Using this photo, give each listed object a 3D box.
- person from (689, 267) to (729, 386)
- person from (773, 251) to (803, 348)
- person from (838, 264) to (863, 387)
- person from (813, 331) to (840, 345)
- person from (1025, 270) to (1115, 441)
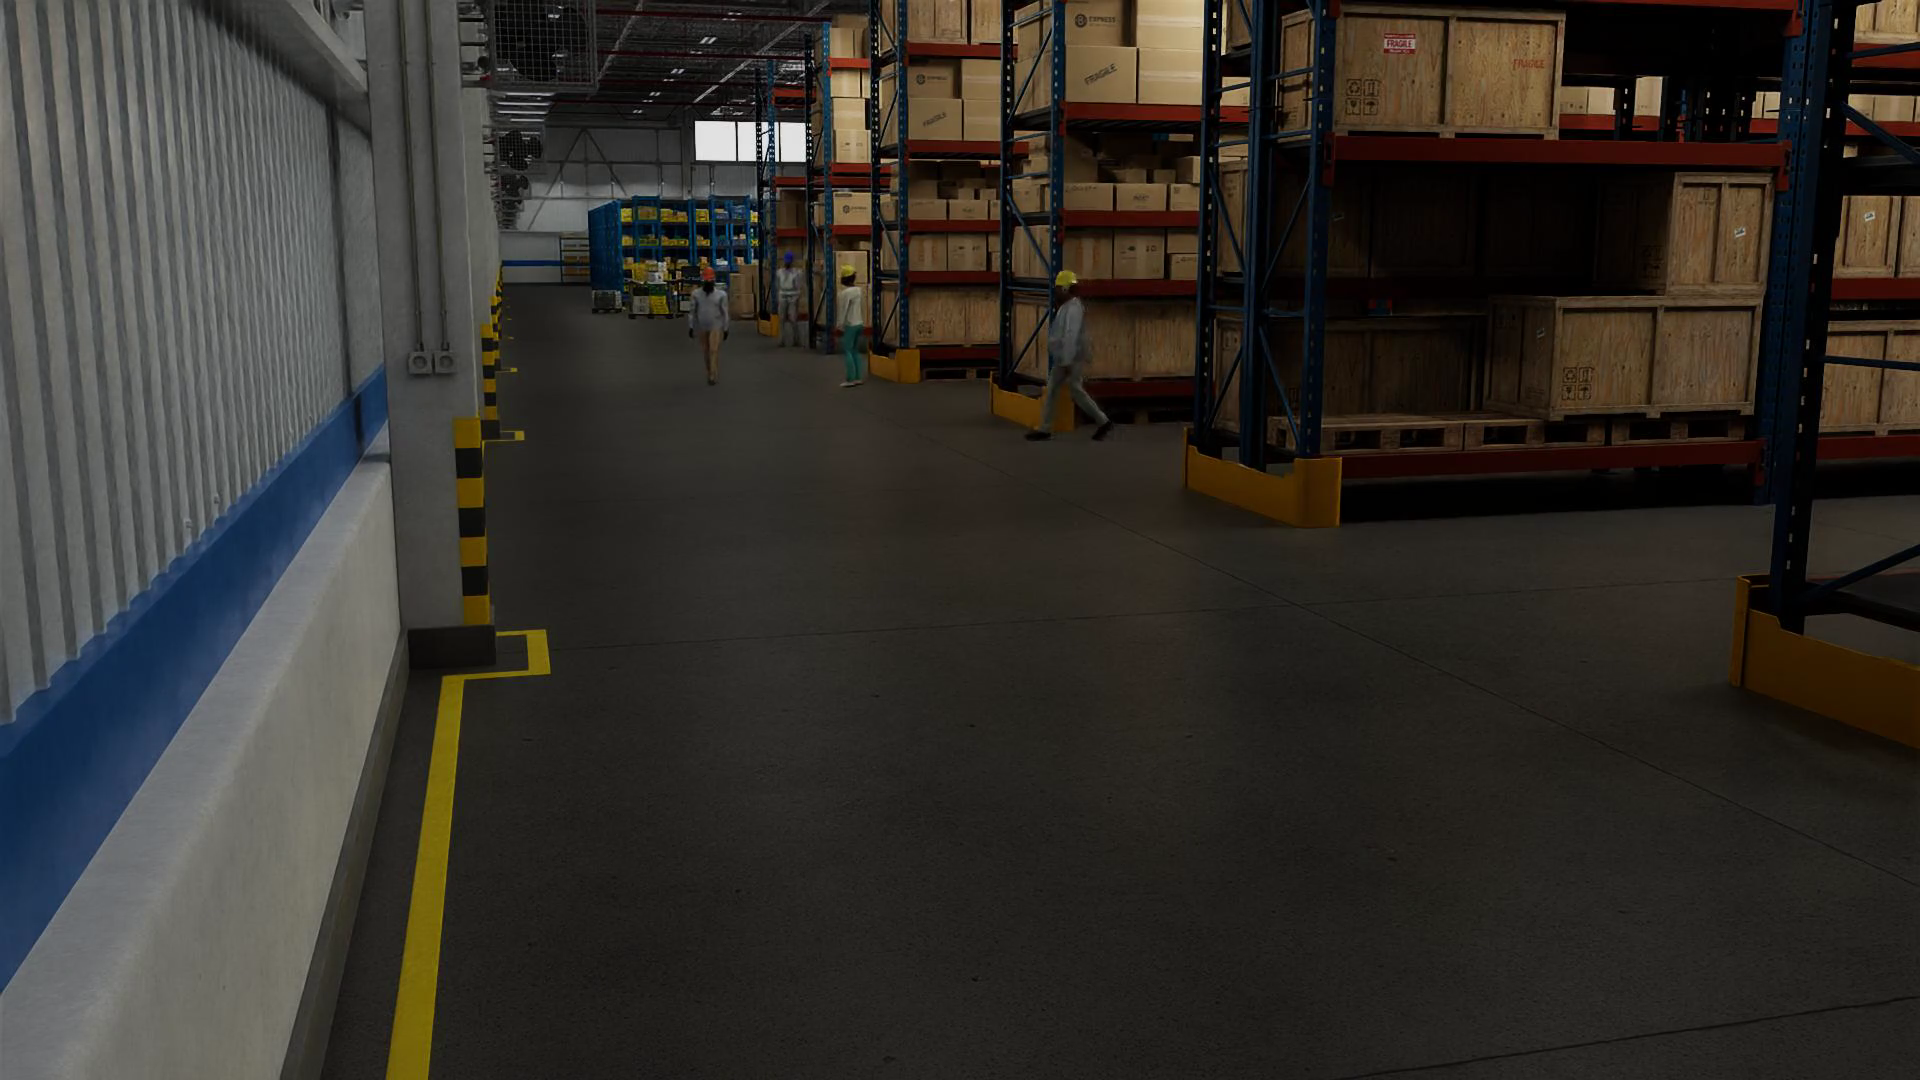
[{"bbox_3d":[-3.666,-3.139,24.424,0.567,1.725,0.754,1,10,7],"label":"person"},{"bbox_3d":[-3.441,-4.783,33.166,0.635,1.918,0.473,2,10,14],"label":"person"},{"bbox_3d":[-1.580,-3.085,23.998,0.340,1.762,0.534,4,11,20],"label":"person"},{"bbox_3d":[-2.725,-4.832,34.050,0.619,1.698,0.560,-4,11,-19],"label":"person"},{"bbox_3d":[1.169,-1.906,17.281,0.901,1.786,0.607,-1,10,-6],"label":"person"}]
